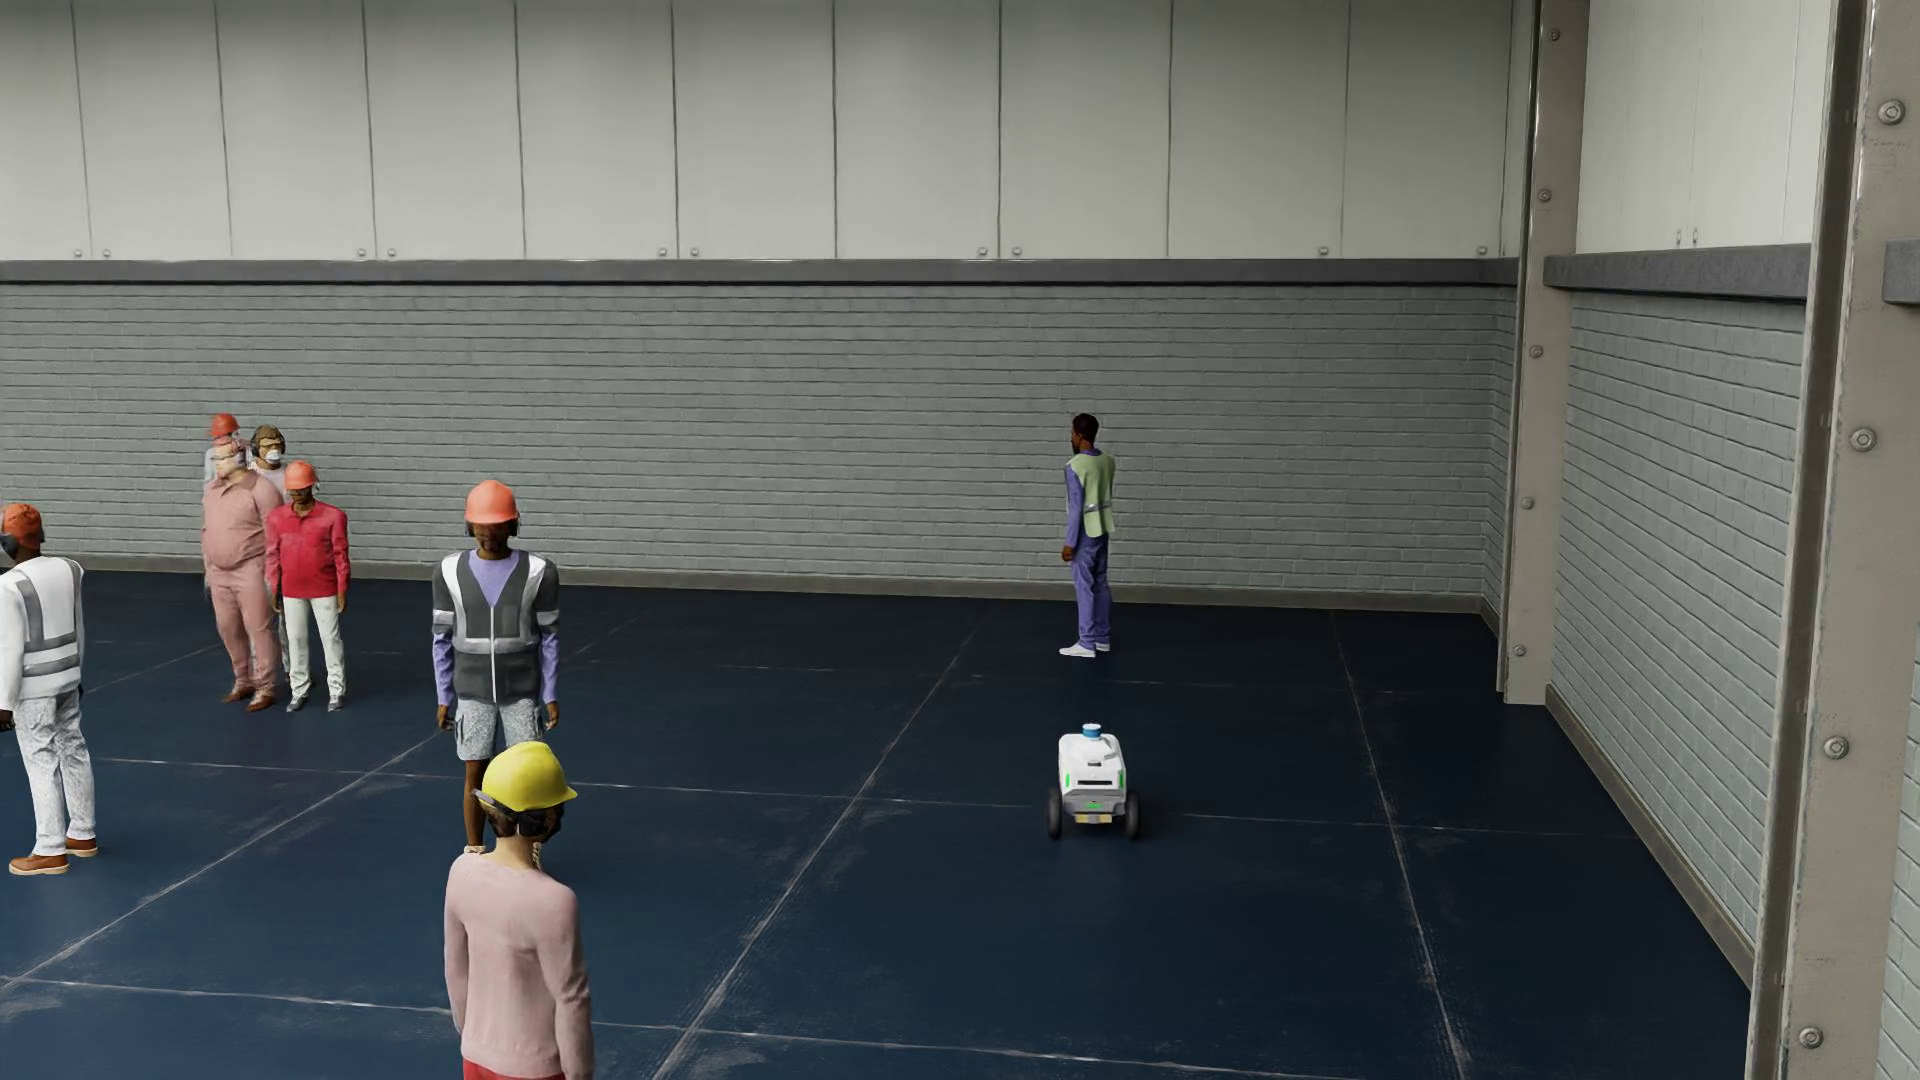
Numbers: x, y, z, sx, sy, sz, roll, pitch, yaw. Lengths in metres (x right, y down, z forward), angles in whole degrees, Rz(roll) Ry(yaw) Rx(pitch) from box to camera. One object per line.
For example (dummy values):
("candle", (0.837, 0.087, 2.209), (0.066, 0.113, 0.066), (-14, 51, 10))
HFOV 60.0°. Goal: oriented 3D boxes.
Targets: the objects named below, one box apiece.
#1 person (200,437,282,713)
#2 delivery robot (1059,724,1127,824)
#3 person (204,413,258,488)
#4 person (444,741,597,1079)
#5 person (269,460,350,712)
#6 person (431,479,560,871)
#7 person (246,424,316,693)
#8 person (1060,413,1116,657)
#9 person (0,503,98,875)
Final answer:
("person", (-4.955, 0.234, 11.533), (0.672, 1.903, 0.492), (4, 10, 21))
("delivery robot", (0.718, 1.247, 9.084), (0.477, 0.478, 0.707), (0, 9, 1))
("person", (-6.730, -0.314, 15.407), (0.575, 1.732, 0.396), (2, 9, 10))
("person", (-1.185, 1.420, 4.587), (0.533, 1.767, 0.326), (7, 11, 36))
("person", (-4.478, 0.320, 11.428), (0.563, 1.746, 0.348), (0, 9, -2))
("person", (-2.232, 0.721, 8.041), (0.606, 2.046, 0.371), (-2, 9, -10))
("person", (-4.942, 0.132, 11.994), (0.357, 1.938, 0.637), (7, 12, 38))
("person", (1.018, -0.036, 13.092), (0.383, 1.918, 0.591), (7, 11, 36))
("person", (-4.634, 0.744, 8.385), (0.355, 1.887, 0.573), (1, 9, 9))
